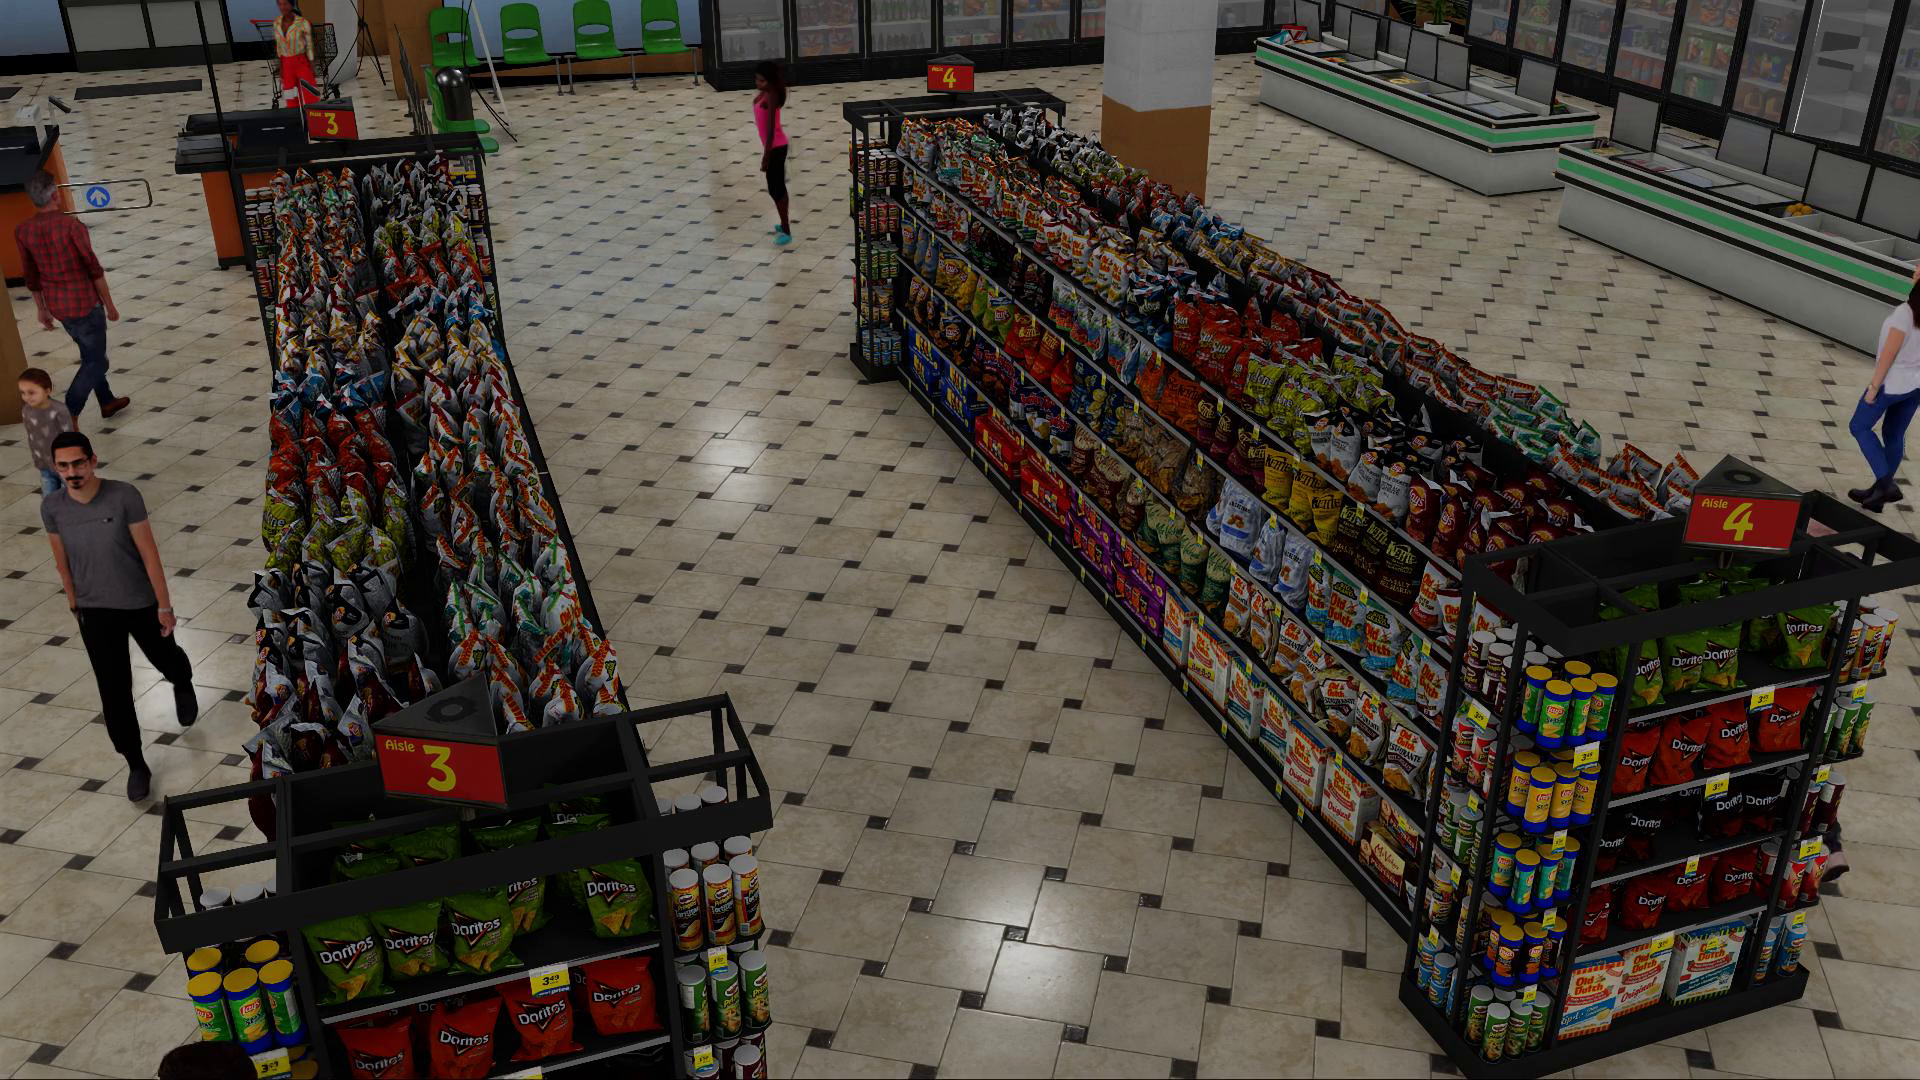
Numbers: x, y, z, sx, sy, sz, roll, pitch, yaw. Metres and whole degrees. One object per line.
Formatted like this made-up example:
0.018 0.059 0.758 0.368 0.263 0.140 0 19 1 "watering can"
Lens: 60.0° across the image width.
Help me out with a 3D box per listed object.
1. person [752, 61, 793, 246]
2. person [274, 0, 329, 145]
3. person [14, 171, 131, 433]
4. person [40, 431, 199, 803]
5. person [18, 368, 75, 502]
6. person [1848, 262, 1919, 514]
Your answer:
-1.718 -3.653 15.575 0.847 1.702 0.569 3 27 6 "person"
-7.356 -5.179 18.490 0.687 1.786 0.695 4 27 8 "person"
-6.085 -1.563 11.347 1.076 1.798 1.249 6 27 11 "person"
-3.917 0.265 7.813 0.646 1.733 1.127 -9 28 -17 "person"
-5.328 -0.482 9.891 0.536 1.187 0.545 1 27 2 "person"
5.803 -0.888 10.157 0.605 1.671 0.648 -9 28 -17 "person"
